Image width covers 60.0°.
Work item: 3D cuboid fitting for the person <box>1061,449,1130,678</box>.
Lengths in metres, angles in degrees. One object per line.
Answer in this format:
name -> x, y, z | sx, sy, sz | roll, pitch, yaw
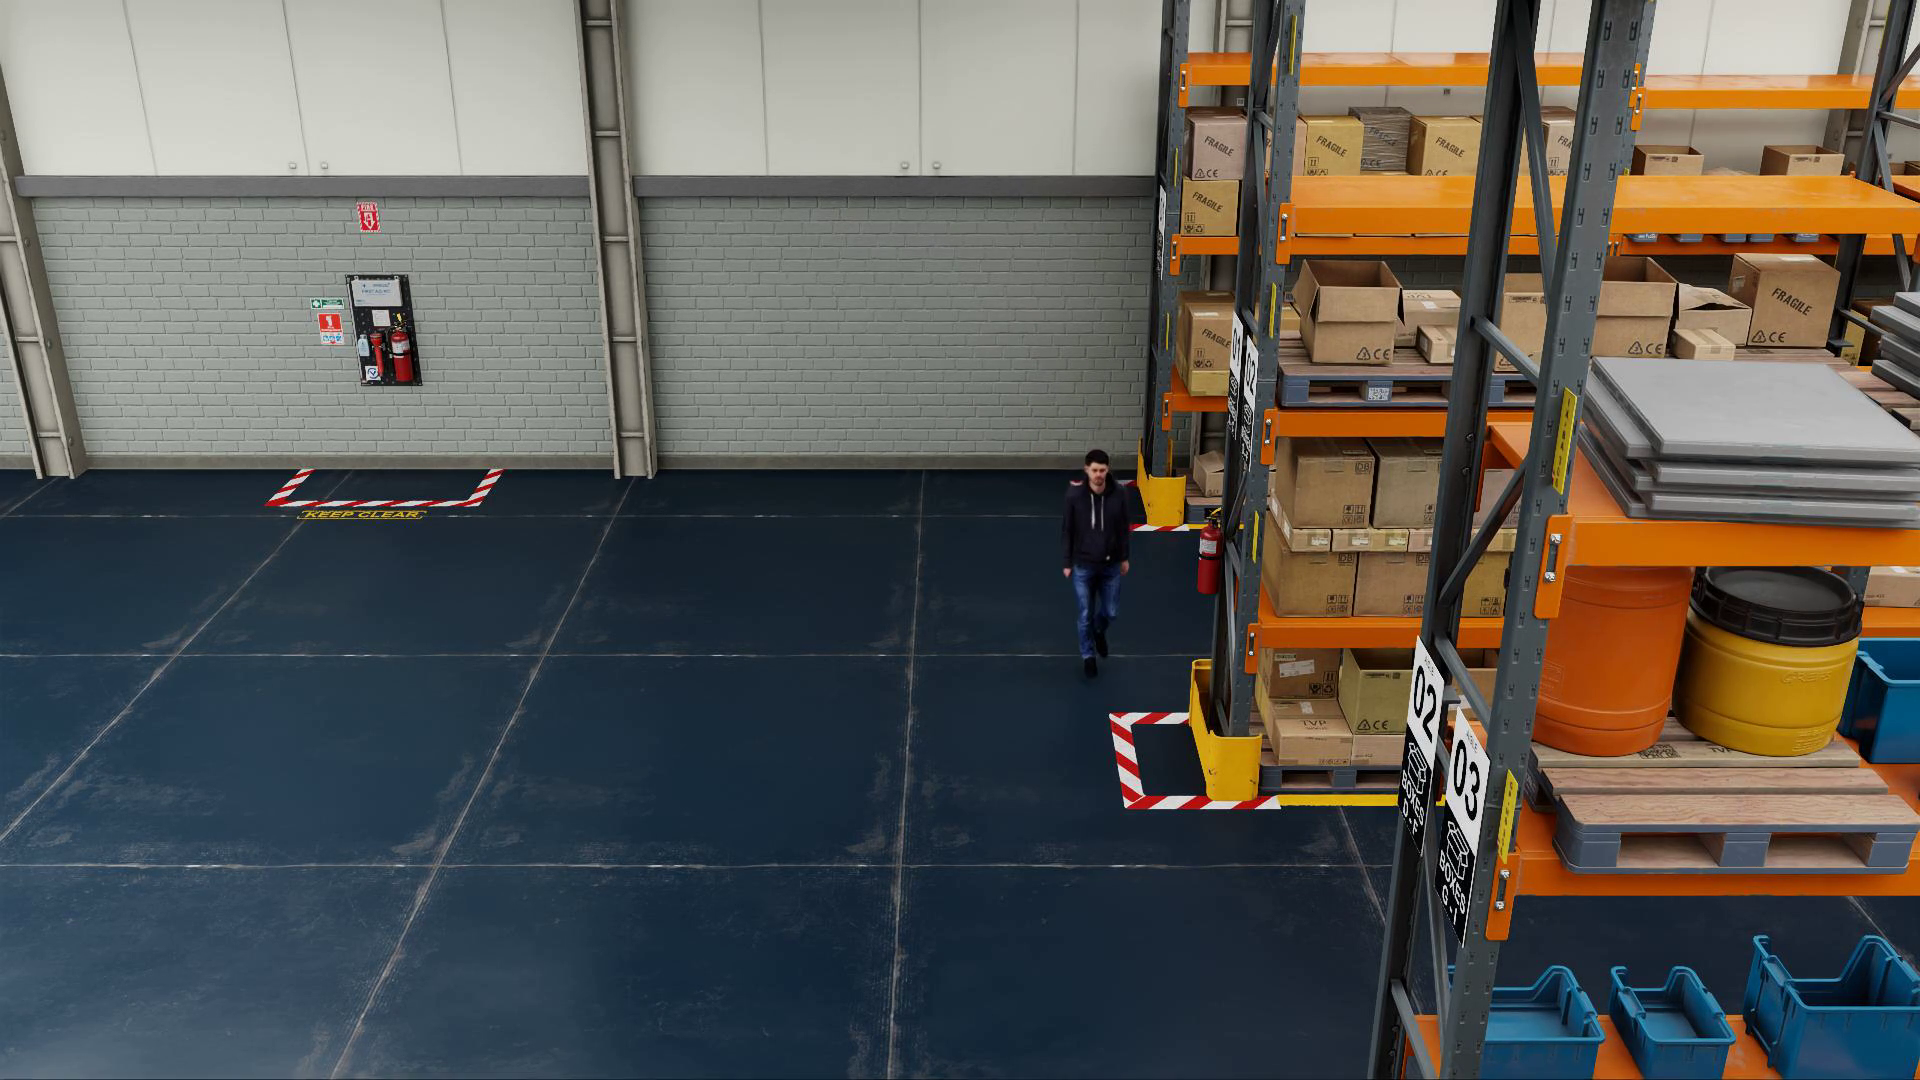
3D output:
person -> 1.059, 0.138, 13.016 | 0.689, 1.880, 0.741 | 0, 23, -1
